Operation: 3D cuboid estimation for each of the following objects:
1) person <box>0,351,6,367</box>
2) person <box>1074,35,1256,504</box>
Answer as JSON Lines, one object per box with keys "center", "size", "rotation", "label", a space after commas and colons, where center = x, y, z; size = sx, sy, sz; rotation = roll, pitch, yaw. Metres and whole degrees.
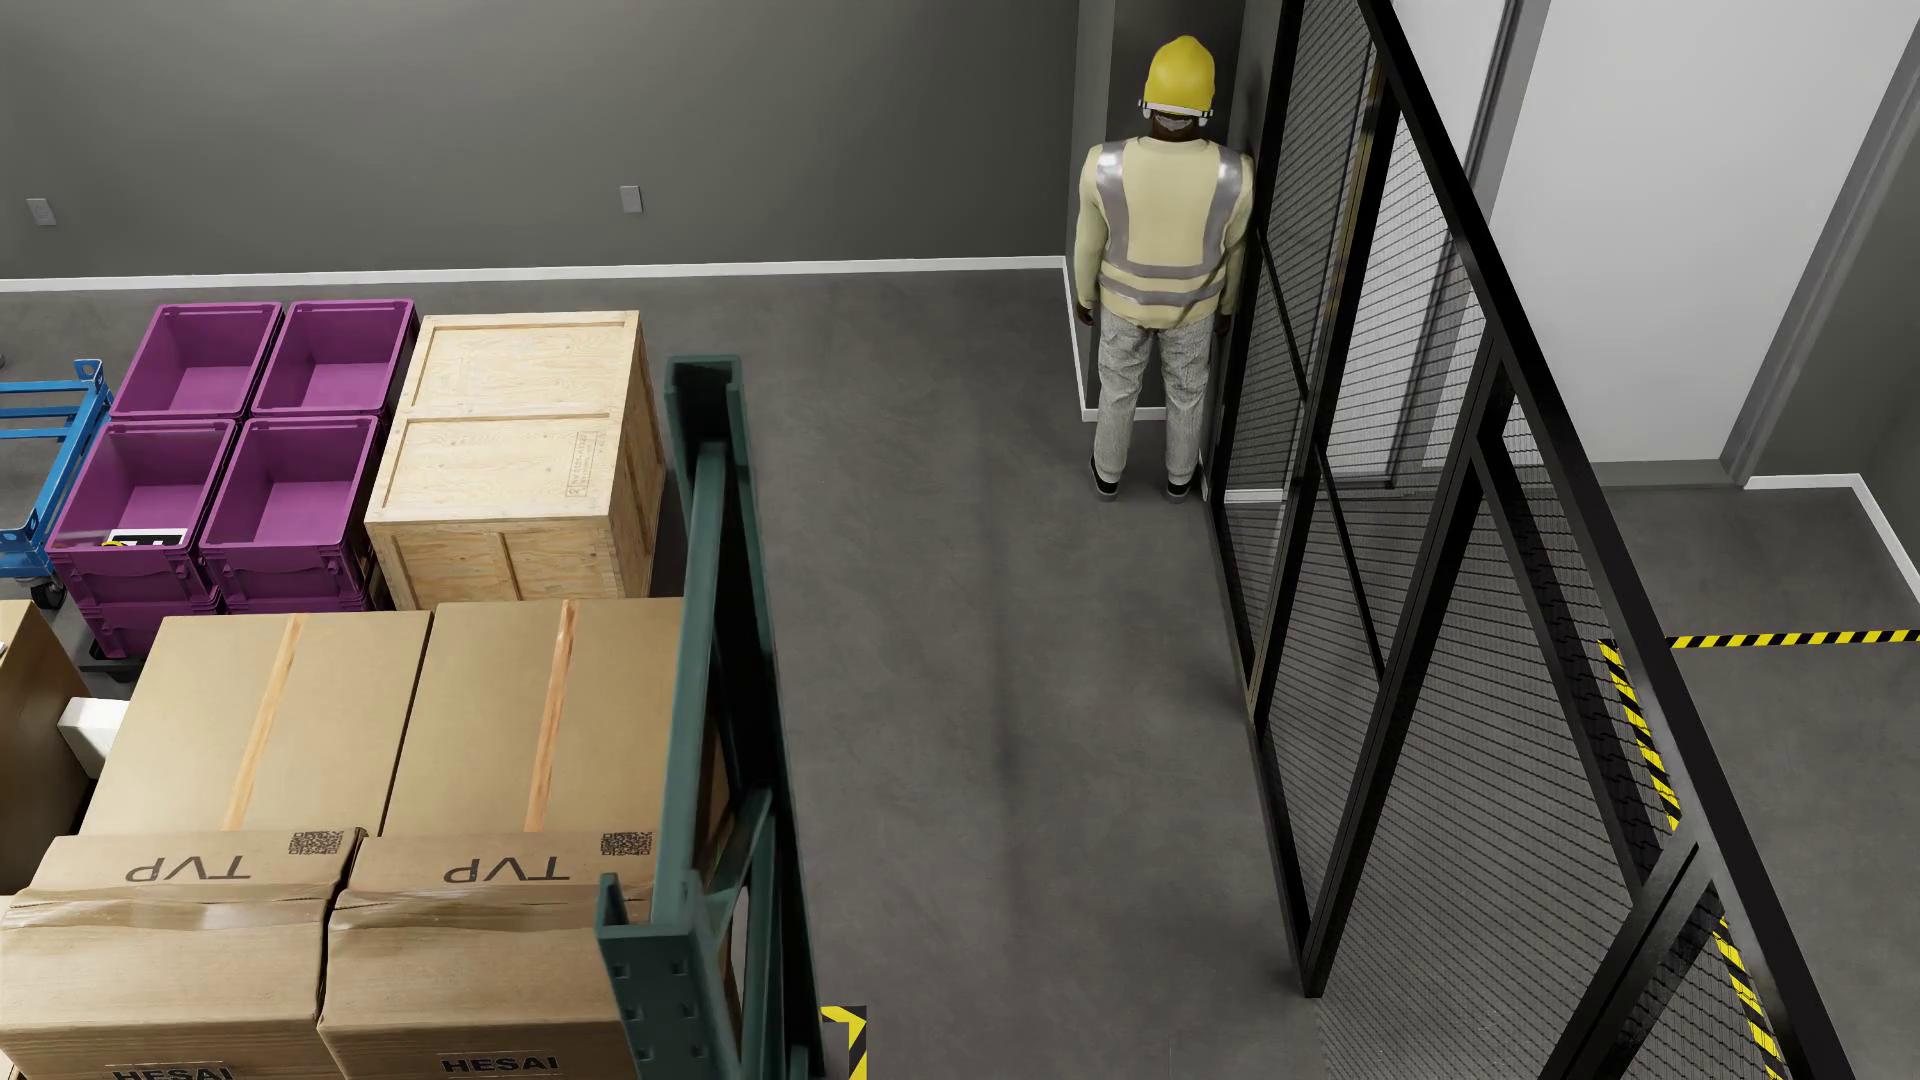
{"center": [-4.038, -1.268, 5.968], "size": [0.372, 1.940, 0.631], "rotation": [-4, 46, -3], "label": "person"}
{"center": [0.677, -0.855, 5.645], "size": [0.586, 1.833, 0.403], "rotation": [4, 46, 4], "label": "person"}
